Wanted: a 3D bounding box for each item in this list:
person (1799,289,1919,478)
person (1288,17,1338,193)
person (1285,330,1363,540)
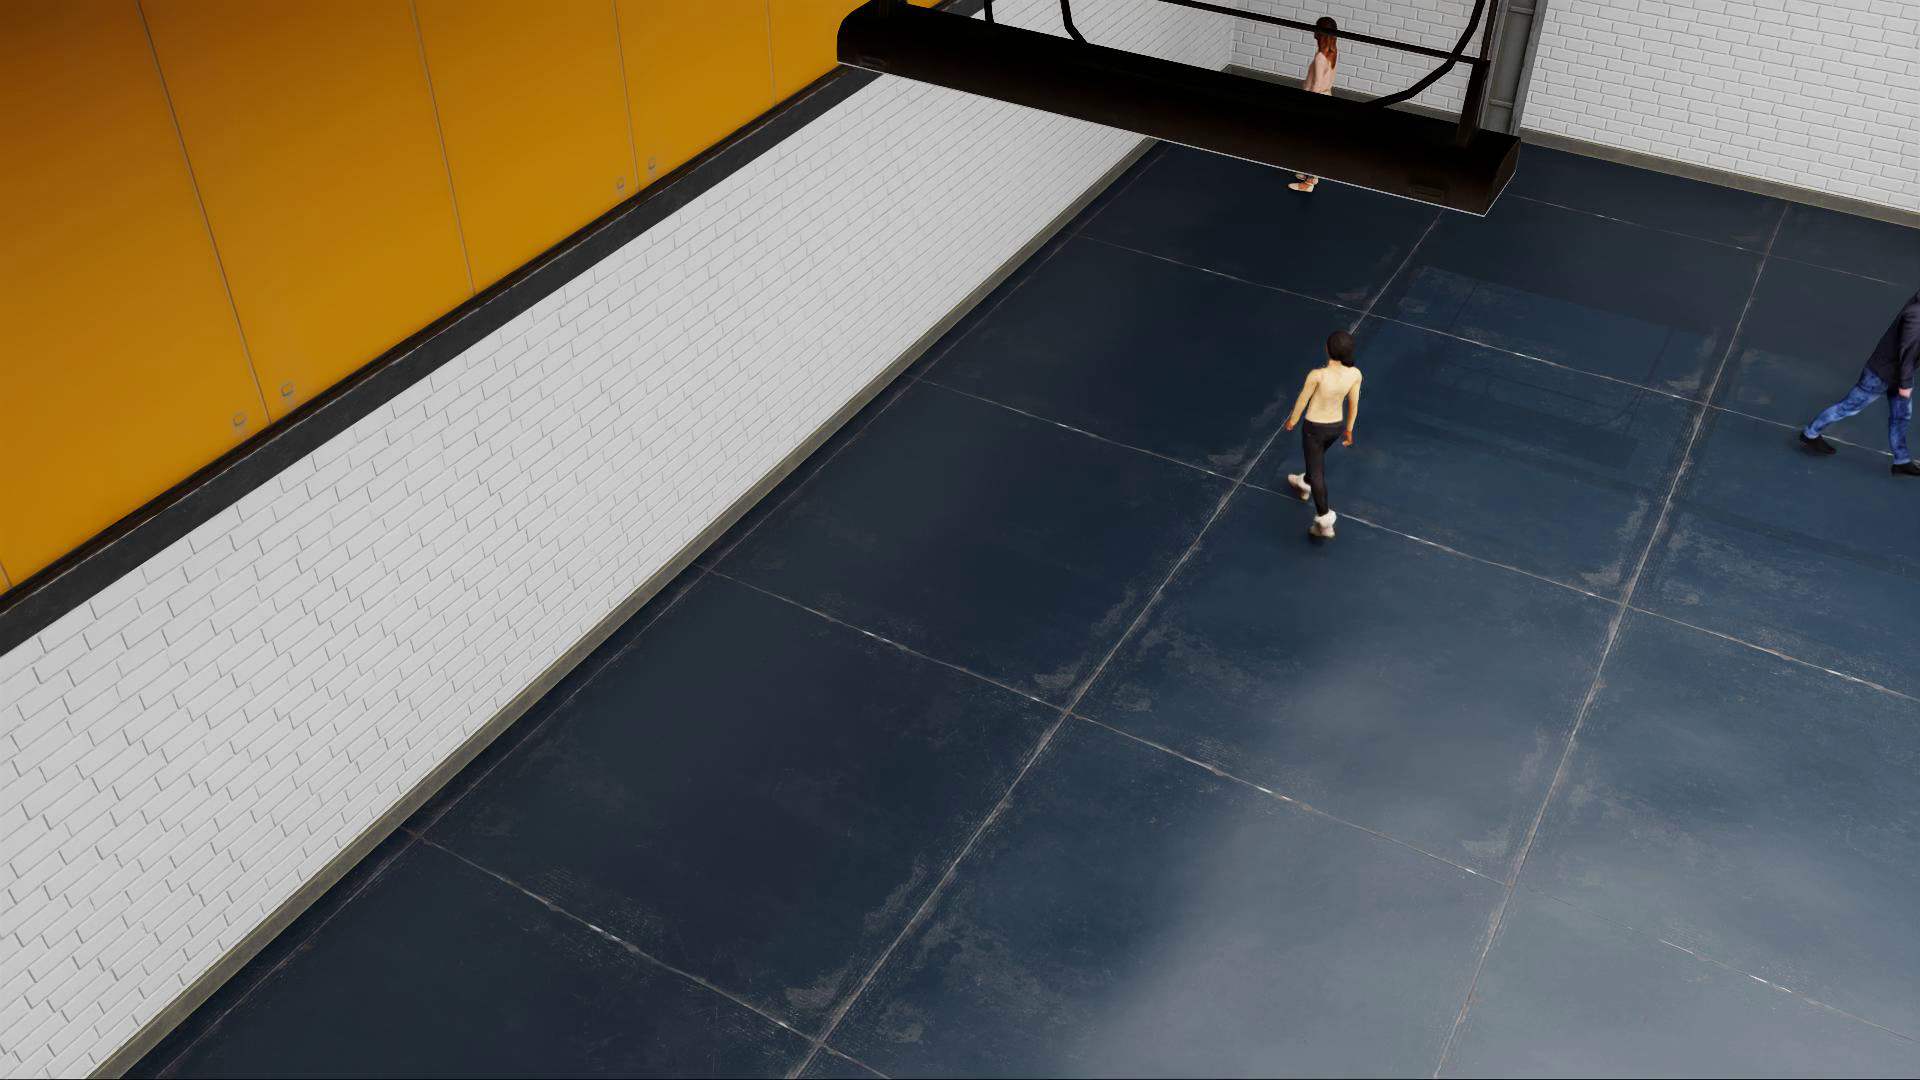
[{"bbox_3d":[7.089,-1.331,12.857,1.282,1.819,0.844,28,47,31],"label":"person"},{"bbox_3d":[3.579,-4.364,16.677,0.524,1.792,0.601,17,42,20],"label":"person"},{"bbox_3d":[2.716,-0.767,12.302,1.083,1.630,1.150,-10,40,-12],"label":"person"}]
